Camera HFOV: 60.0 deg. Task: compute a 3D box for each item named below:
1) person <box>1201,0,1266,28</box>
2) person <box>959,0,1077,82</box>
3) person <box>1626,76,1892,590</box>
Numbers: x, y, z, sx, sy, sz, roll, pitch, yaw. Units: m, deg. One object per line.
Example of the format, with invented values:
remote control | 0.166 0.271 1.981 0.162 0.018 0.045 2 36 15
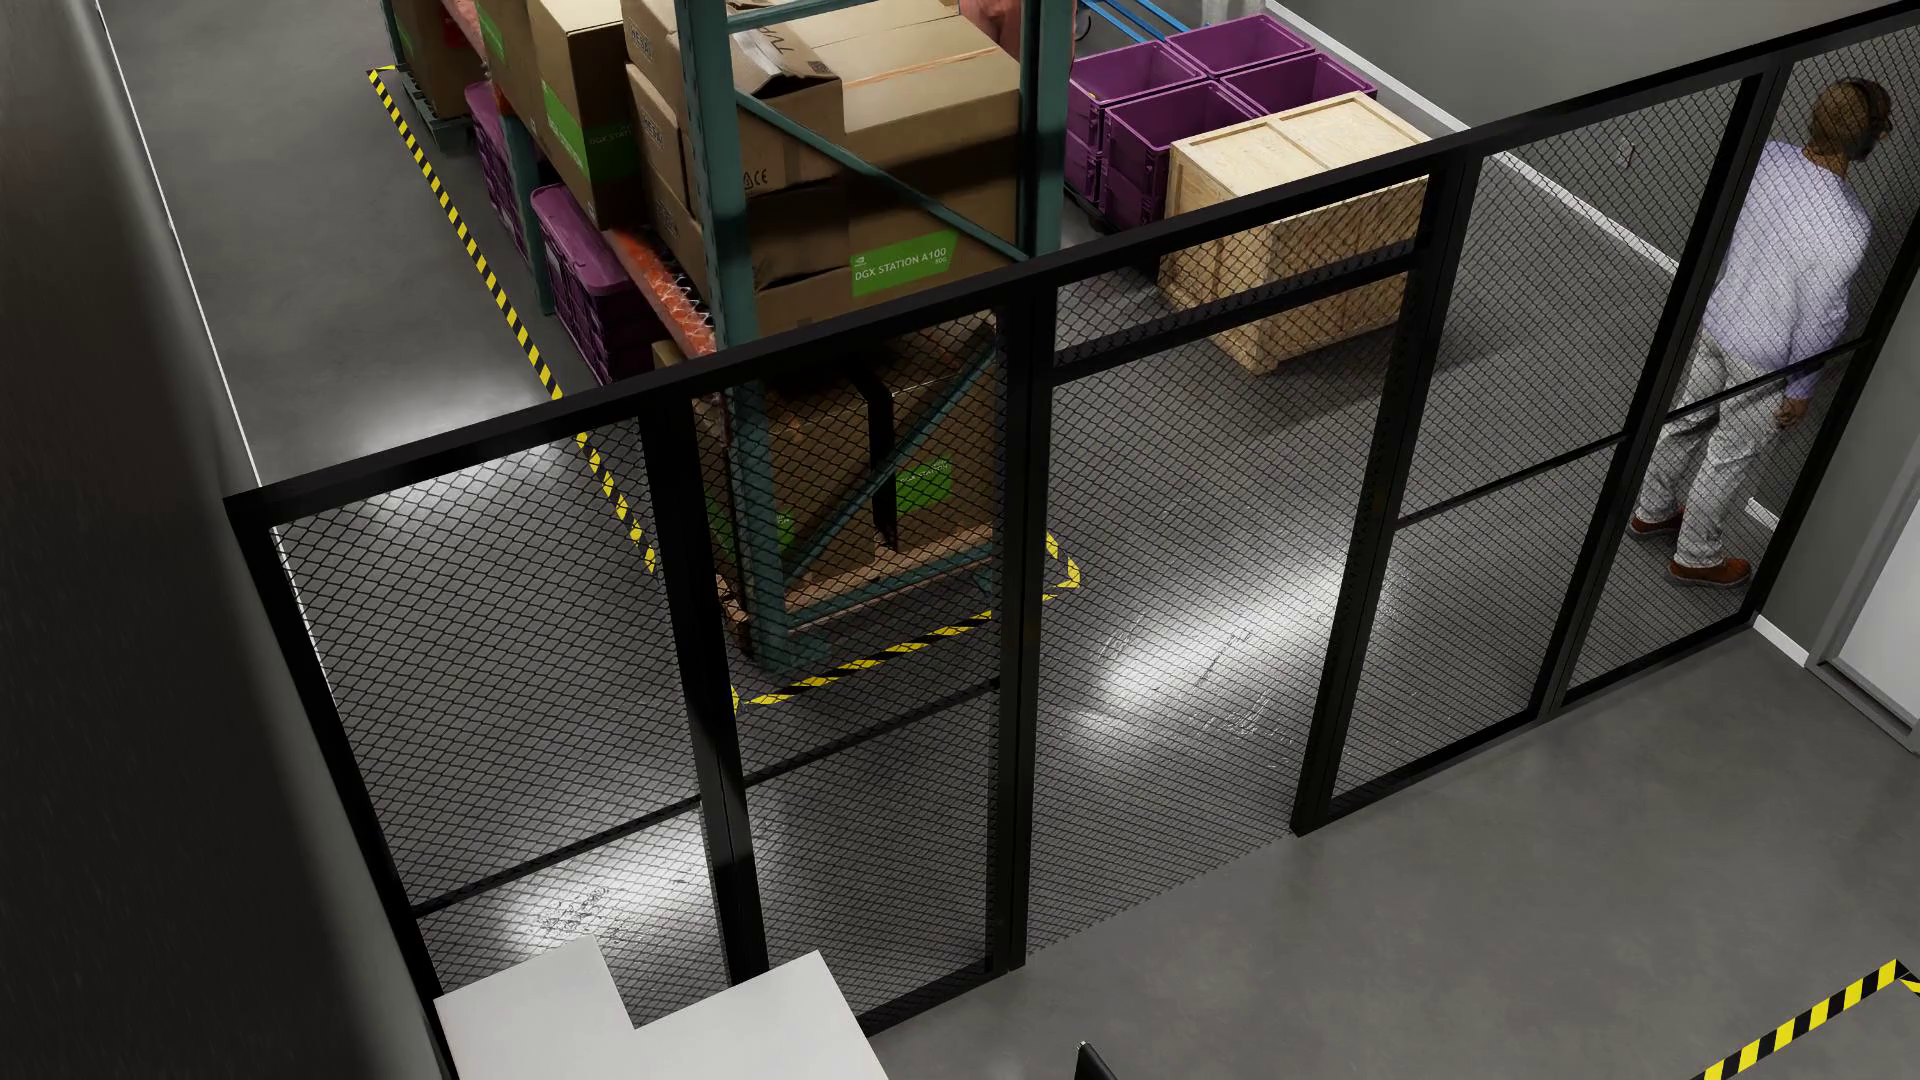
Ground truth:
person | 1.426 -3.280 8.611 0.599 1.830 0.403 -17 45 -18
person | 0.210 -1.818 6.892 0.625 1.992 0.388 -32 51 -30
person | 2.725 -0.671 5.681 0.373 1.939 0.628 -8 43 -9
